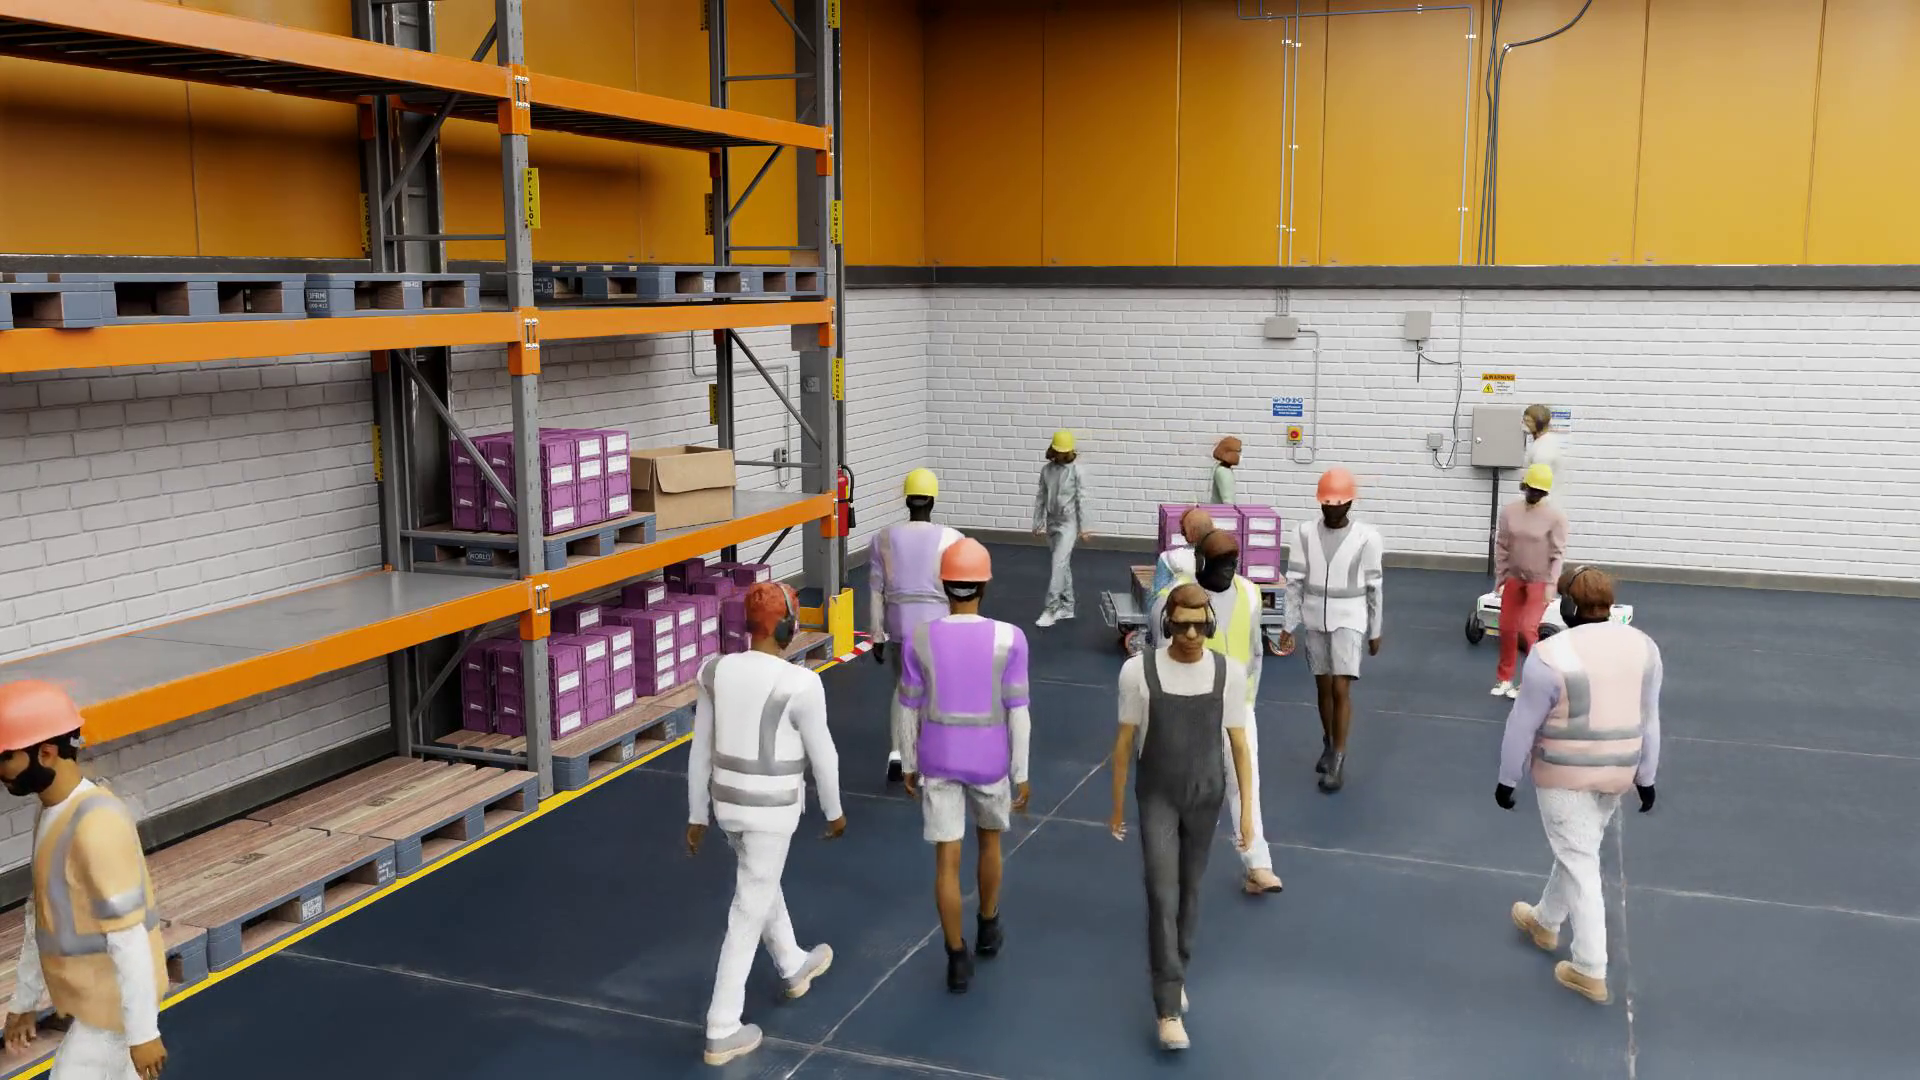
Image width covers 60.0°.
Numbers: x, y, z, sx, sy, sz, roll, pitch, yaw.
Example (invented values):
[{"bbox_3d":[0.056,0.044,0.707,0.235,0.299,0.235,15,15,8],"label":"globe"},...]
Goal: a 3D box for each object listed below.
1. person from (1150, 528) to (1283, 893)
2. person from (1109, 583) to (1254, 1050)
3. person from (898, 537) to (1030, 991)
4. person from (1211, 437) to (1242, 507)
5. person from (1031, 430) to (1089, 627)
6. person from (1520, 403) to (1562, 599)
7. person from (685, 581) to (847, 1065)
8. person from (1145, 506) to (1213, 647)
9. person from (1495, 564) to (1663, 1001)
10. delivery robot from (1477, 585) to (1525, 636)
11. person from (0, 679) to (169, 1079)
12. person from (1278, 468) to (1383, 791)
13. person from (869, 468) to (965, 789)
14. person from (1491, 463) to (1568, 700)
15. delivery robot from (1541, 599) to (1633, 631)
[{"bbox_3d":[1.259,0.840,8.213,0.644,1.794,0.935,-3,9,-16],"label":"person"},{"bbox_3d":[0.901,1.087,6.588,0.546,1.814,0.837,-1,9,-5],"label":"person"},{"bbox_3d":[0.023,0.931,7.257,0.571,1.913,0.780,0,9,2],"label":"person"},{"bbox_3d":[2.442,-0.127,14.892,0.831,1.586,0.529,2,9,11],"label":"person"},{"bbox_3d":[0.811,-0.100,14.381,0.762,1.702,0.532,-9,13,-43],"label":"person"},{"bbox_3d":[5.006,-0.249,14.658,0.644,1.917,0.658,3,10,19],"label":"person"},{"bbox_3d":[-0.725,1.068,6.620,0.574,1.837,0.972,7,11,36],"label":"person"},{"bbox_3d":[1.455,0.586,10.396,0.510,1.601,0.842,-3,9,-17],"label":"person"},{"bbox_3d":[2.595,0.991,7.207,0.660,1.806,0.874,-3,10,-19],"label":"person"},{"bbox_3d":[4.566,0.535,13.711,0.477,0.478,0.707,8,12,43],"label":"delivery robot"},{"bbox_3d":[-2.553,1.332,4.767,0.695,1.902,0.575,-6,11,-35],"label":"person"},{"bbox_3d":[2.187,0.519,9.906,0.555,1.899,0.863,5,11,31],"label":"person"},{"bbox_3d":[-0.235,0.528,9.838,0.586,1.909,0.447,2,9,12],"label":"person"},{"bbox_3d":[4.031,0.300,11.813,0.382,1.725,0.532,-8,12,-40],"label":"person"},{"bbox_3d":[4.963,0.611,13.239,0.707,0.478,0.477,5,10,29],"label":"delivery robot"}]
